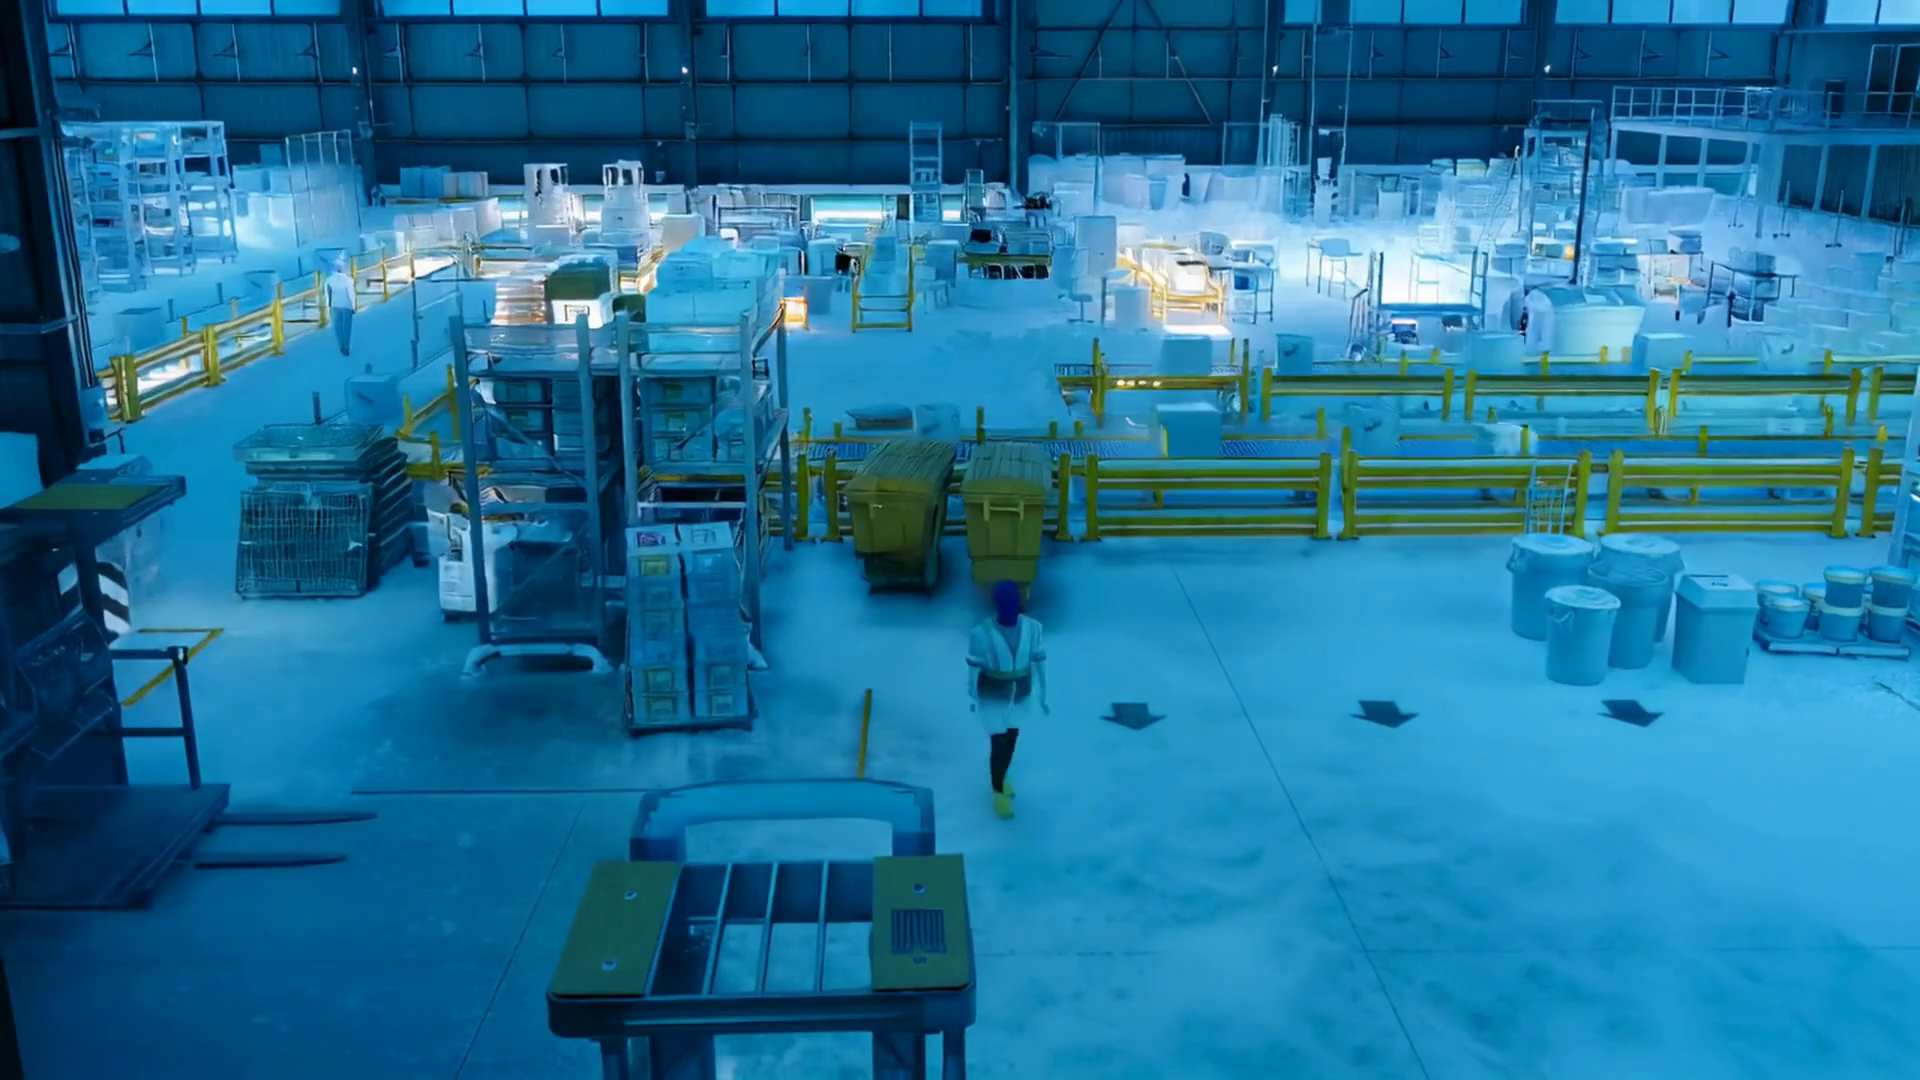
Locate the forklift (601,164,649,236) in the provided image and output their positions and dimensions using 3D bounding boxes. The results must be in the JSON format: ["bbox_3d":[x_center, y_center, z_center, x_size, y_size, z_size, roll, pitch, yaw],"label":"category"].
[{"bbox_3d":[-9.948,-10.127,49.296,1.157,1.987,2.680,-1,16,-3],"label":"forklift"}]

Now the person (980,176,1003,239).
[{"bbox_3d":[0.871,-8.943,45.654,0.615,2.041,0.388,3,16,10],"label":"person"}]

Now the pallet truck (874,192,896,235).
[{"bbox_3d":[-2.277,-9.986,50.594,0.653,1.274,1.630,0,16,-1],"label":"pallet truck"}]

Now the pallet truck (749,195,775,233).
[{"bbox_3d":[-6.051,-9.967,50.660,0.680,1.201,1.601,0,16,-1],"label":"pallet truck"}]

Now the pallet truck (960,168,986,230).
[{"bbox_3d":[0.383,-10.230,50.206,0.823,1.965,1.885,-1,16,-3],"label":"pallet truck"}]

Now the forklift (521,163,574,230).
[{"bbox_3d":[-12.233,-10.122,49.298,1.157,1.987,2.680,0,16,-1],"label":"forklift"}]

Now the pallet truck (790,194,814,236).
[{"bbox_3d":[-4.814,-9.883,50.259,0.704,1.261,1.522,-1,16,-3],"label":"pallet truck"}]

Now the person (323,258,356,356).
[{"bbox_3d":[-10.996,-4.138,29.537,0.508,1.721,0.880,-4,16,-12],"label":"person"}]

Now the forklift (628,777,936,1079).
[{"bbox_3d":[-0.542,2.165,5.552,1.129,2.768,1.873,-1,16,-2],"label":"forklift"}]

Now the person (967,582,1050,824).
[{"bbox_3d":[0.352,1.094,11.424,0.544,1.659,0.789,-7,17,-22],"label":"person"}]

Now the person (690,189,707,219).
[{"bbox_3d":[-6.783,-8.214,43.392,0.797,1.885,0.645,-13,21,-38],"label":"person"}]

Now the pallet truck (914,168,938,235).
[{"bbox_3d":[-0.989,-10.316,50.507,0.823,1.965,1.885,1,16,3],"label":"pallet truck"}]

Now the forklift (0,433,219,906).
[{"bbox_3d":[-5.952,0.780,10.366,1.873,2.768,1.129,0,16,-1],"label":"forklift"}]
